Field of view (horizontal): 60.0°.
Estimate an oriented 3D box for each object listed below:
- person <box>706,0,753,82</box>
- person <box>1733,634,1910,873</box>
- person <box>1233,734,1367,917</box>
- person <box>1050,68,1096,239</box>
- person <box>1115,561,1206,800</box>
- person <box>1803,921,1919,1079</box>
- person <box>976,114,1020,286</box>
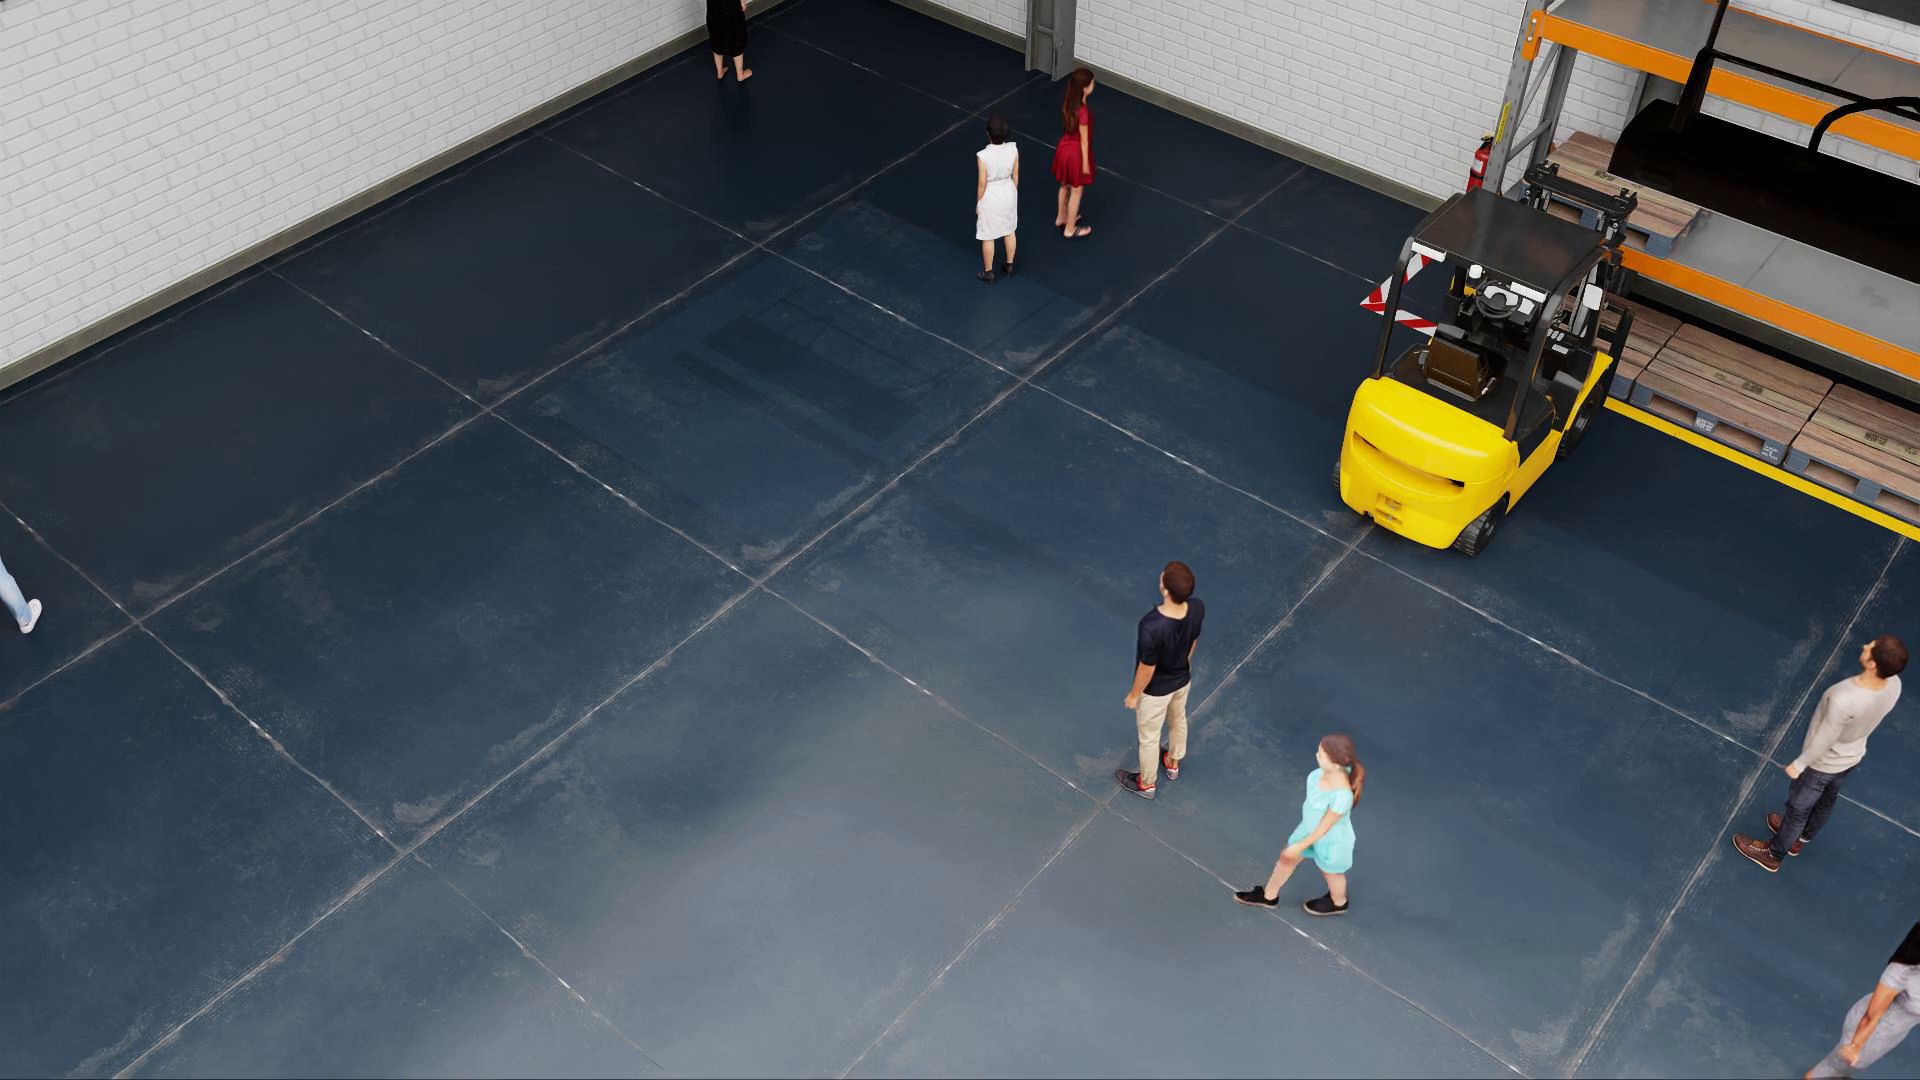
[{"bbox_3d":[-2.332,-5.305,16.369,0.625,1.625,0.720,12,45,12],"label":"person"},{"bbox_3d":[4.898,1.210,9.354,0.724,1.868,0.696,-21,48,-21],"label":"person"},{"bbox_3d":[2.096,1.624,9.166,0.967,1.528,0.871,0,44,0],"label":"person"},{"bbox_3d":[0.987,-3.349,14.368,0.722,1.552,0.662,-14,45,-14],"label":"person"},{"bbox_3d":[1.201,0.823,9.766,0.665,1.859,0.579,-30,51,-28],"label":"person"},{"bbox_3d":[4.493,2.394,8.174,0.648,1.781,0.639,-20,47,-20],"label":"person"},{"bbox_3d":[0.310,-2.831,13.822,0.626,1.556,0.629,-20,47,-20],"label":"person"}]
